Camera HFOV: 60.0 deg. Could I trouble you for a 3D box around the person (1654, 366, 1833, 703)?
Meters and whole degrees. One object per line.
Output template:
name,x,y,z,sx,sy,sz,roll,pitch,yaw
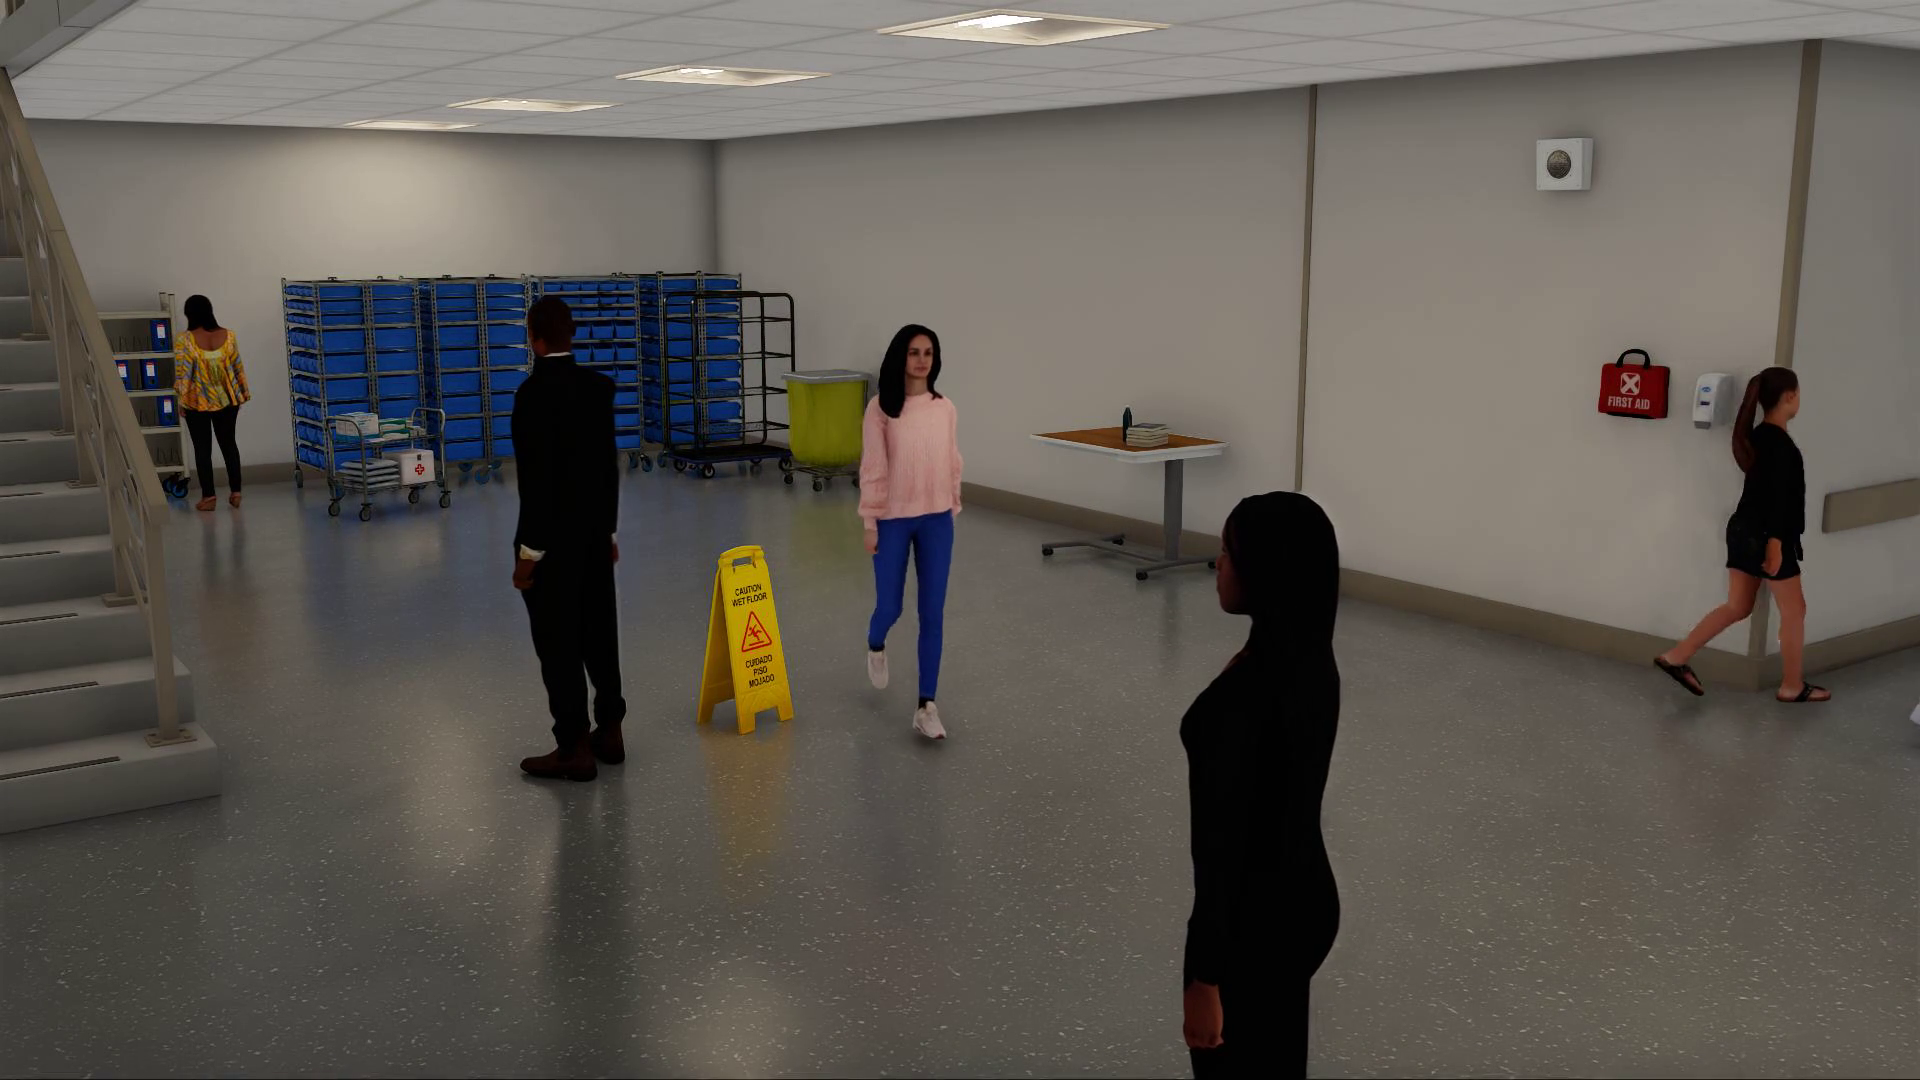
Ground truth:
person,3.590,-0.006,7.626,1.018,1.521,1.004,1,11,7

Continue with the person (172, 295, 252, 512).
person,-5.780,-1.058,12.816,0.819,1.652,0.782,10,14,41

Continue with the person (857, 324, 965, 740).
person,-0.246,-0.052,7.249,0.862,1.751,1.139,-4,11,-19

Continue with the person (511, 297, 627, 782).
person,-1.563,-0.011,6.622,0.780,1.904,0.799,6,12,27

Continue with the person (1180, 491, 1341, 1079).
person,0.550,0.758,3.061,0.669,1.722,0.673,5,12,25
